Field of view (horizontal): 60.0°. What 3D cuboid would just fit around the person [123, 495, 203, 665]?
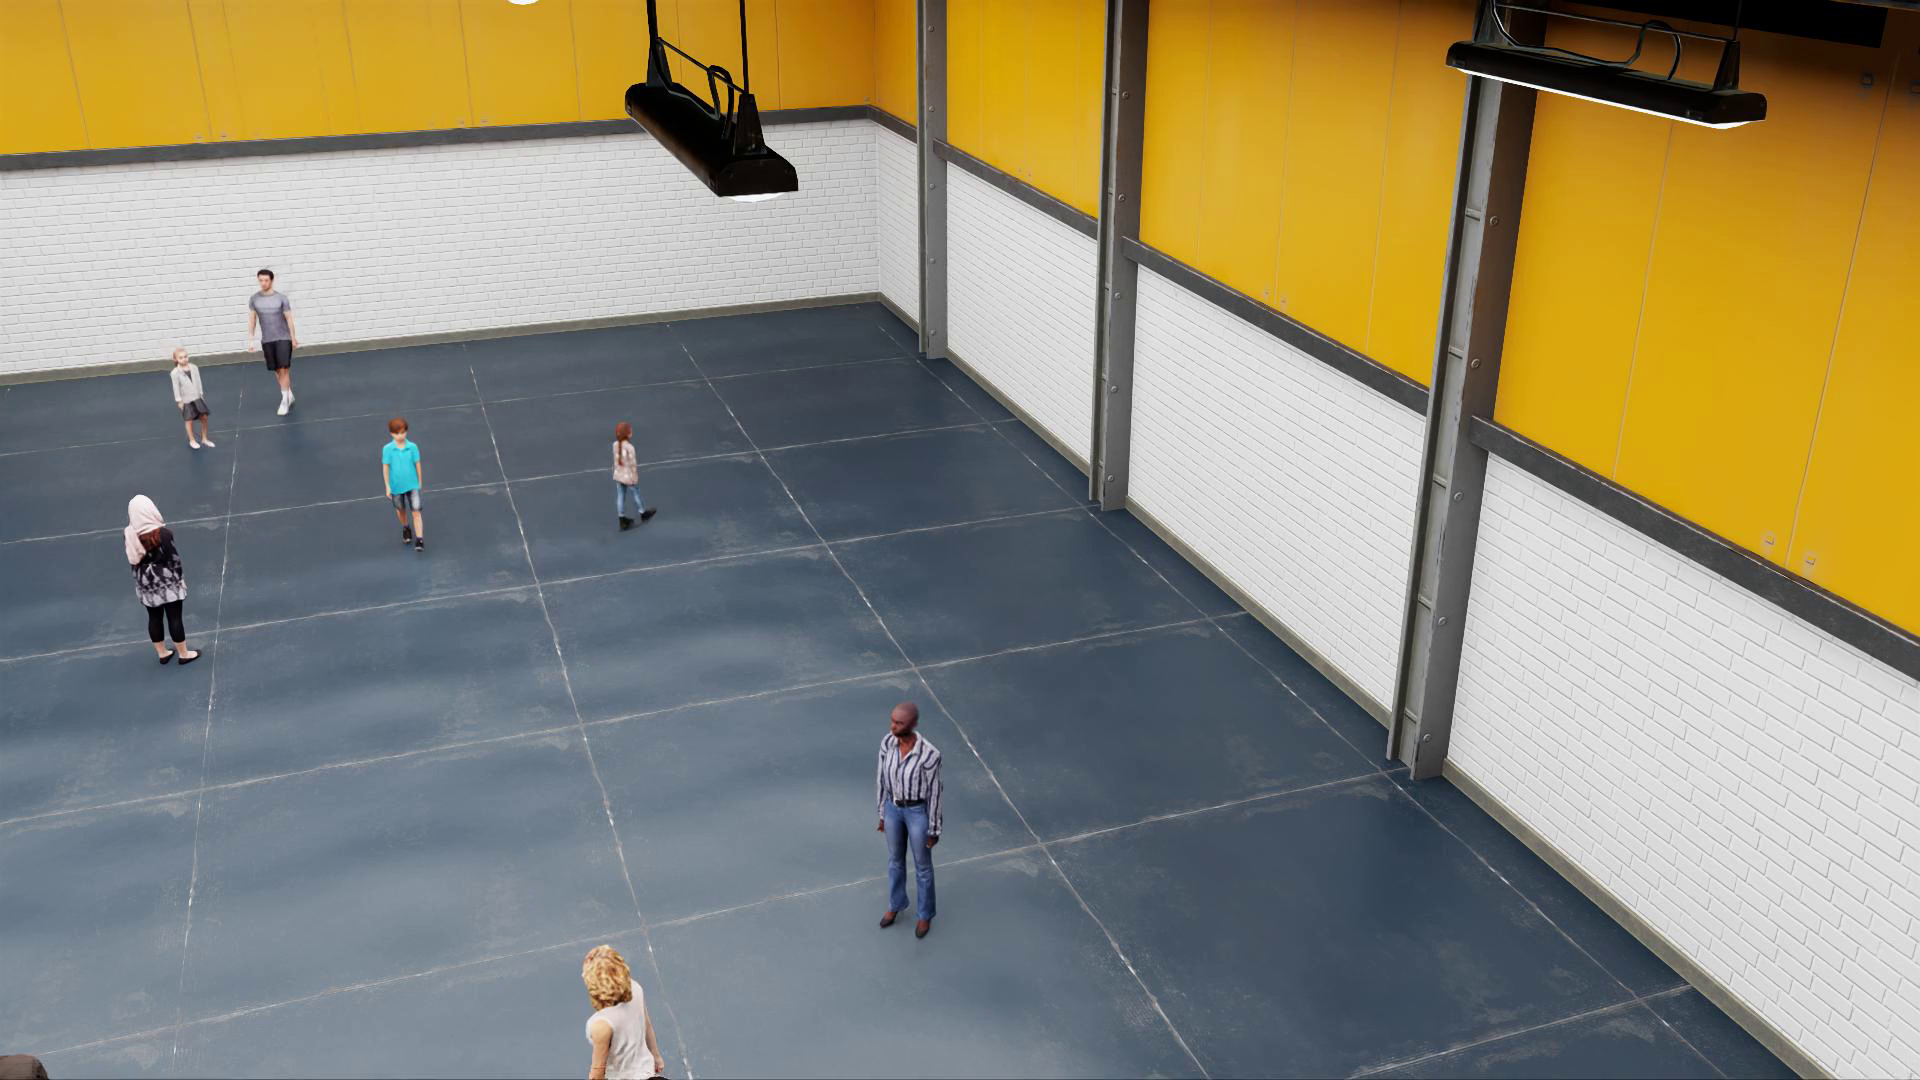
[{"bbox_3d":[-7.205,0.354,14.942,0.734,1.638,0.760,3,24,6],"label":"person"}]

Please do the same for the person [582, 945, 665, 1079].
[{"bbox_3d":[-1.729,2.952,9.020,1.066,1.621,1.108,6,24,14],"label":"person"}]

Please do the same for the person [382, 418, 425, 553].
[{"bbox_3d":[-5.833,-0.598,17.411,0.538,1.405,0.960,-8,25,-17],"label":"person"}]

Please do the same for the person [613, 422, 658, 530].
[{"bbox_3d":[-3.627,-0.677,17.873,0.730,1.181,0.769,14,27,29],"label":"person"}]

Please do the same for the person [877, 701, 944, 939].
[{"bbox_3d":[-0.340,1.875,11.269,0.697,1.794,0.772,12,26,26],"label":"person"}]

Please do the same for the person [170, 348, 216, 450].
[{"bbox_3d":[-9.371,-1.732,20.180,0.697,1.264,0.639,20,30,38],"label":"person"}]

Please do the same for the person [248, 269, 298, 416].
[{"bbox_3d":[-8.788,-2.602,21.444,0.894,1.848,1.094,1,24,3],"label":"person"}]
